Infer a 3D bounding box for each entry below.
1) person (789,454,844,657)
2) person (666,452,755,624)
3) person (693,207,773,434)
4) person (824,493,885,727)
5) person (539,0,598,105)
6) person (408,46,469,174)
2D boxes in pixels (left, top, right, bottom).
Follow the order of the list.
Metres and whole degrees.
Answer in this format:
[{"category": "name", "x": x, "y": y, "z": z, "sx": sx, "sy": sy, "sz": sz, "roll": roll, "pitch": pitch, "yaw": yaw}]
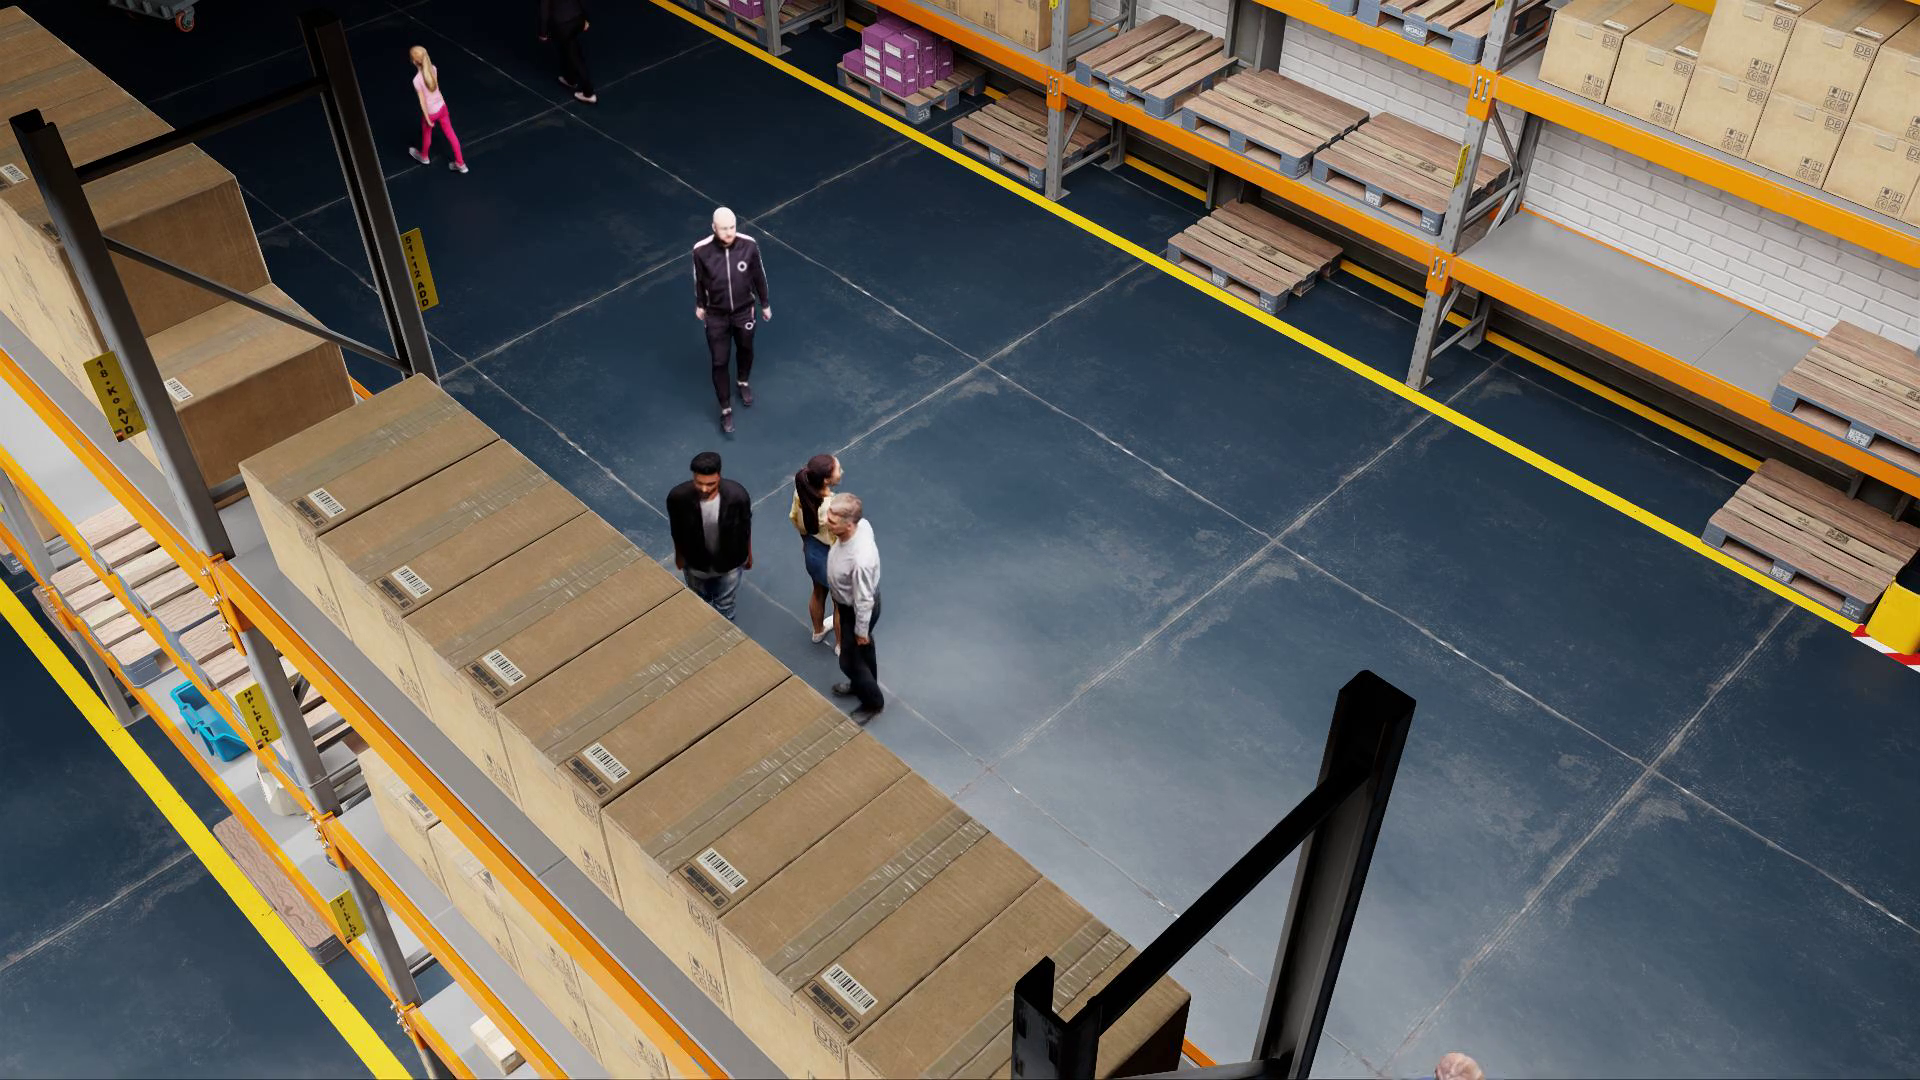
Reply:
[{"category": "person", "x": -0.872, "y": 0.093, "z": 10.924, "sx": 0.508, "sy": 1.631, "sz": 0.726, "roll": 28, "pitch": 50, "yaw": 27}, {"category": "person", "x": -1.593, "y": 0.020, "z": 10.895, "sx": 1.030, "sy": 1.778, "sz": 1.098, "roll": 0, "pitch": 44, "yaw": 0}, {"category": "person", "x": -1.776, "y": -1.814, "z": 12.793, "sx": 0.940, "sy": 1.814, "sz": 1.033, "roll": -10, "pitch": 45, "yaw": -11}, {"category": "person", "x": -0.635, "y": 0.385, "z": 10.483, "sx": 0.821, "sy": 1.816, "sz": 0.718, "roll": -9, "pitch": 44, "yaw": -9}, {"category": "person", "x": -3.794, "y": -5.037, "z": 16.336, "sx": 0.907, "sy": 1.592, "sz": 0.785, "roll": 18, "pitch": 46, "yaw": 18}, {"category": "person", "x": -4.849, "y": -3.990, "z": 15.488, "sx": 0.904, "sy": 1.247, "sz": 0.619, "roll": 23, "pitch": 48, "yaw": 22}]
